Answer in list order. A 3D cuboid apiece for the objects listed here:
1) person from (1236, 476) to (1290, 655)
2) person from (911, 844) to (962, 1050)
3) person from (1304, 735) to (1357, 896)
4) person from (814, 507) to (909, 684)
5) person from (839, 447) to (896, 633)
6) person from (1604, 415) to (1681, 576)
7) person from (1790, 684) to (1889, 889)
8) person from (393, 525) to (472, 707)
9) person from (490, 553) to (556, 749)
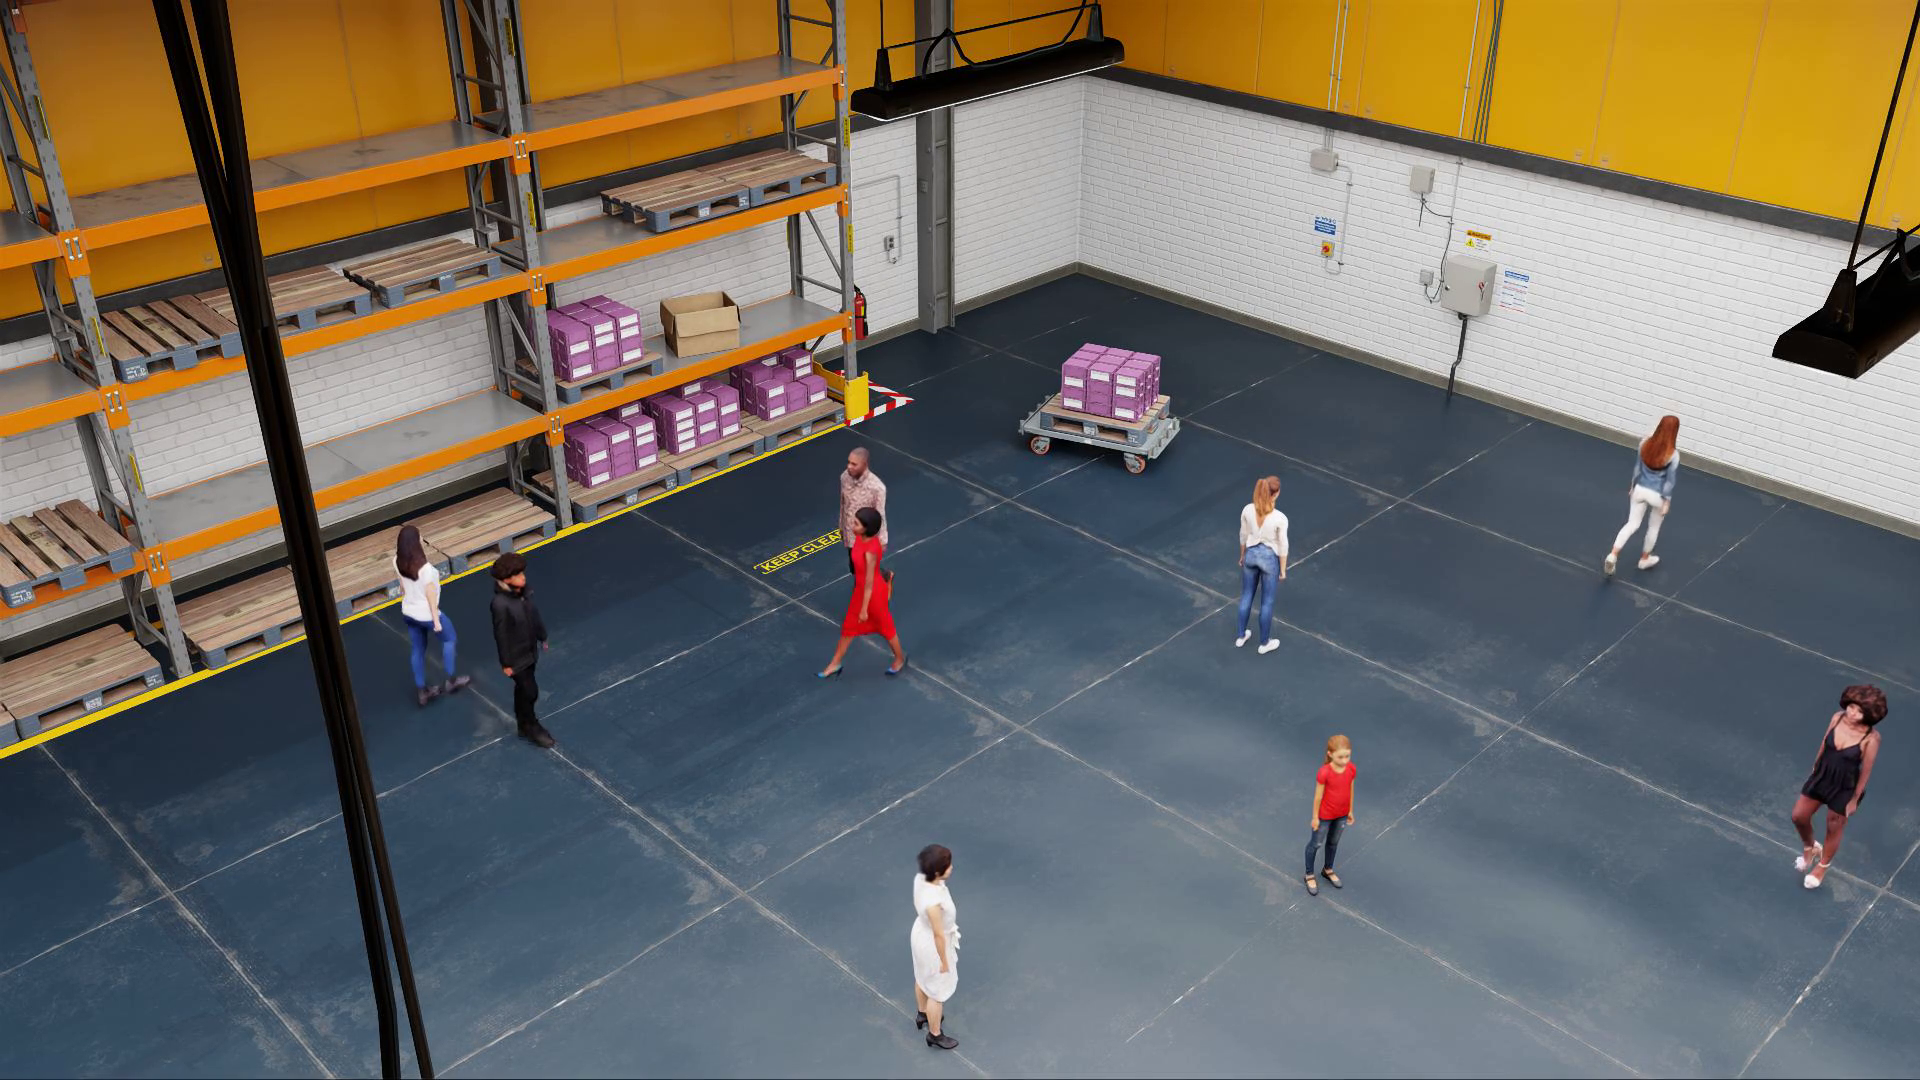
[{"bbox_3d":[2.703,0.207,14.919,0.637,1.719,0.555,20,34,32],"label":"person"},{"bbox_3d":[-0.176,2.604,10.698,0.644,1.553,0.633,-10,30,-17],"label":"person"},{"bbox_3d":[2.700,1.971,12.112,0.543,1.311,0.627,-9,30,-16],"label":"person"},{"bbox_3d":[-0.691,0.496,14.408,1.177,1.701,0.896,-11,30,-19],"label":"person"},{"bbox_3d":[-0.839,-0.055,15.334,0.728,1.783,1.061,22,36,35],"label":"person"},{"bbox_3d":[6.615,-0.403,16.080,1.047,1.679,0.709,-19,34,-31],"label":"person"},{"bbox_3d":[6.379,1.761,12.013,0.683,1.774,0.647,-16,32,-27],"label":"person"},{"bbox_3d":[-4.605,0.693,14.080,0.734,1.670,0.790,15,32,25],"label":"person"},{"bbox_3d":[-3.681,0.888,13.621,0.831,1.766,0.744,8,30,14],"label":"person"}]
